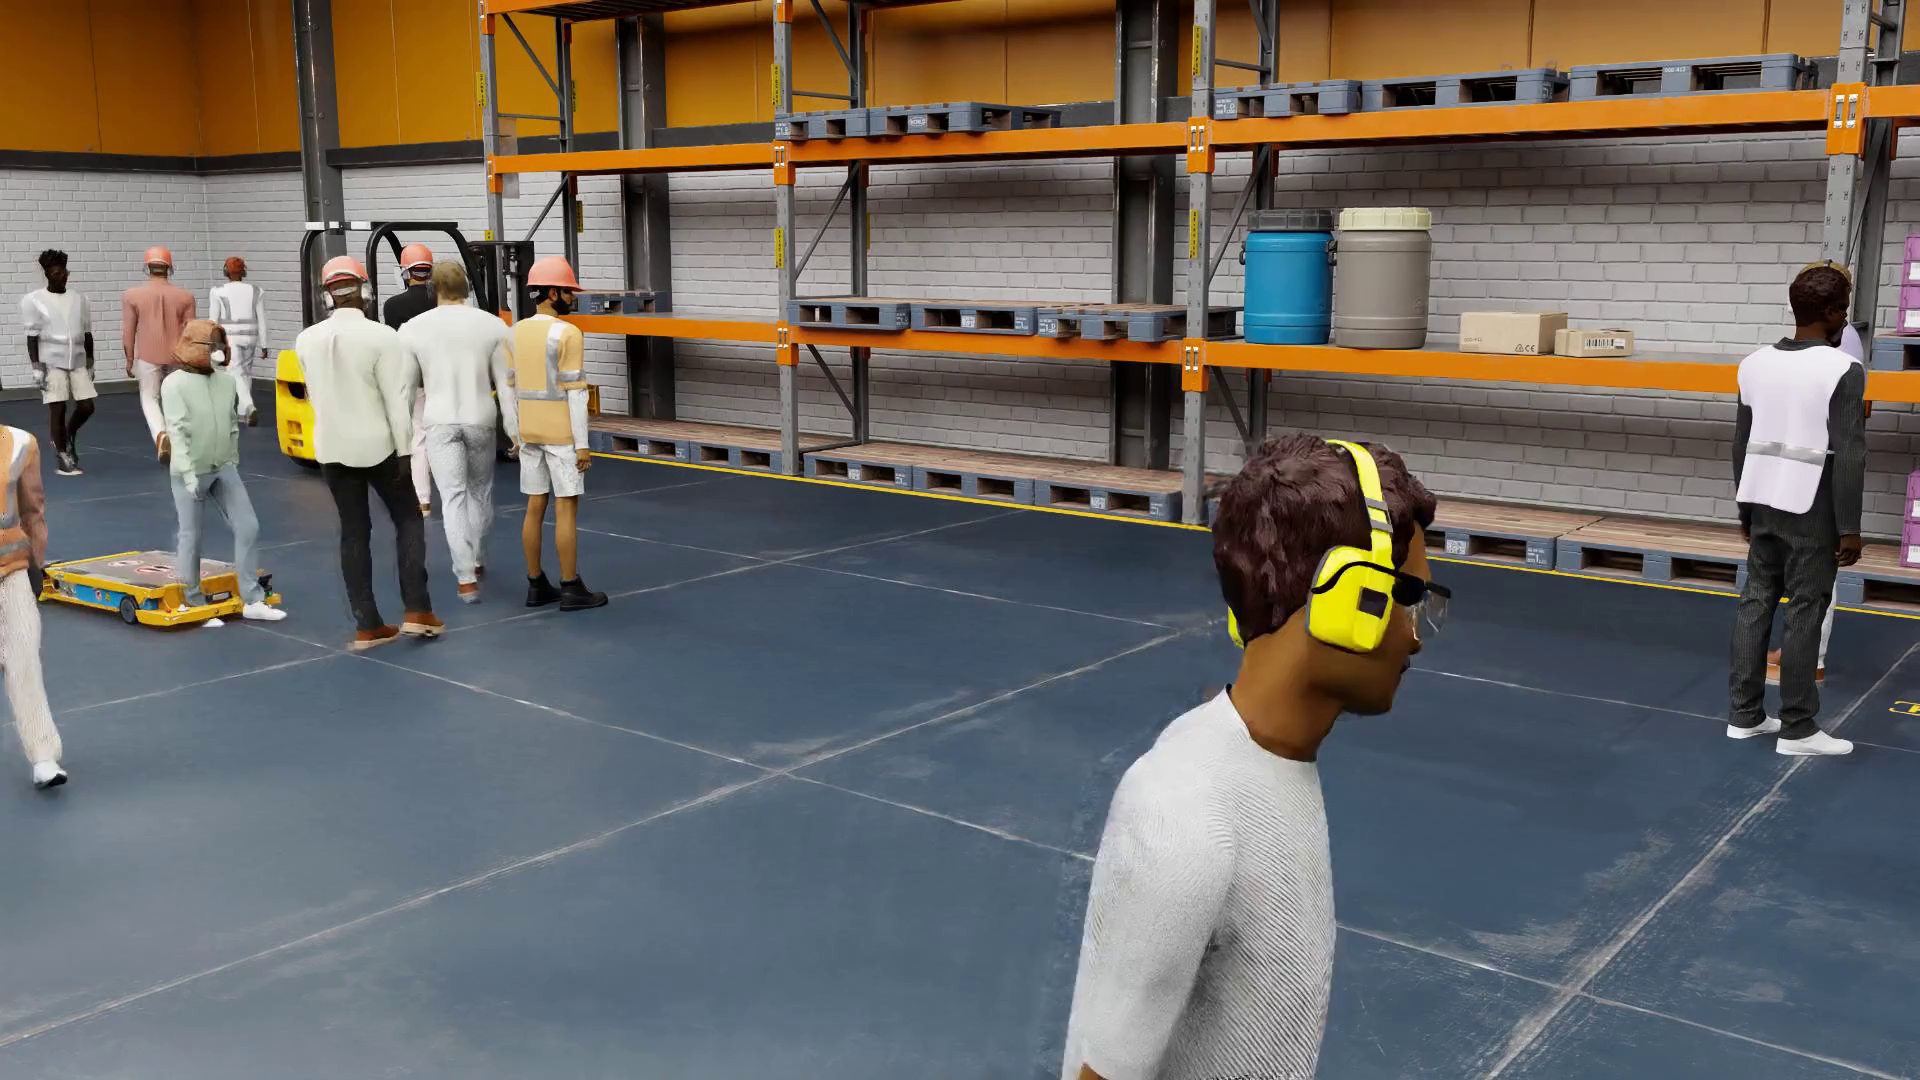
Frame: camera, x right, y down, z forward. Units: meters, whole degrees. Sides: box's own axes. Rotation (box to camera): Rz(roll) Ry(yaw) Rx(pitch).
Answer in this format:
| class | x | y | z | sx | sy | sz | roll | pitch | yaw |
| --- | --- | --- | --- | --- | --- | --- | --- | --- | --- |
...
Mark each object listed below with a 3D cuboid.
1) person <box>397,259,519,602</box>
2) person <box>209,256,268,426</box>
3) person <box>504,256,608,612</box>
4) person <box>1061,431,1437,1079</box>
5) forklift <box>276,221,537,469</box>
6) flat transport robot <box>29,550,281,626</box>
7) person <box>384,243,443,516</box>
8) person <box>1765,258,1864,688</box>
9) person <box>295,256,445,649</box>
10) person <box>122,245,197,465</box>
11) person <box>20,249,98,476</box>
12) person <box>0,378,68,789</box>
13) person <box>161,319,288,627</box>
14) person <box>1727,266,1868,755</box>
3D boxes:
| class | x | y | z | sx | sy | sz | roll | pitch | yaw |
| --- | --- | --- | --- | --- | --- | --- | --- | --- | --- |
| person | -2.892 | -0.640 | 9.549 | 0.660 | 1.901 | 0.962 | -5 | 11 | -24 |
| person | -7.873 | -2.173 | 18.203 | 0.582 | 1.853 | 0.899 | -9 | 13 | -40 |
| person | -2.226 | -0.577 | 9.123 | 0.547 | 1.934 | 0.376 | 7 | 12 | 32 |
| person | 0.230 | 0.797 | 1.790 | 0.516 | 1.831 | 0.540 | 3 | 11 | 15 |
| forklift | -4.922 | -1.741 | 14.854 | 1.214 | 2.155 | 2.313 | 8 | 13 | 38 |
| flat transport robot | -4.480 | 0.244 | 9.184 | 1.431 | 0.197 | 0.652 | 7 | 12 | 32 |
| person | -3.943 | -1.176 | 12.269 | 0.608 | 1.996 | 0.382 | -9 | 14 | -42 |
| person | 3.872 | -0.300 | 7.574 | 0.369 | 1.939 | 0.631 | 5 | 12 | 28 |
| person | -2.995 | -0.440 | 8.353 | 0.654 | 1.939 | 0.580 | 2 | 10 | 12 |
| person | -7.135 | -1.641 | 14.901 | 0.618 | 1.975 | 0.800 | -7 | 12 | -33 |
| person | -7.785 | -1.531 | 14.375 | 0.511 | 1.952 | 0.614 | 7 | 12 | 34 |
| person | -3.629 | 0.129 | 6.153 | 0.521 | 1.593 | 0.842 | -9 | 13 | -40 |
| person | -3.848 | -0.327 | 8.631 | 0.617 | 1.616 | 0.518 | 4 | 11 | 22 |
| person | 3.302 | -0.111 | 6.584 | 0.391 | 1.920 | 0.587 | -4 | 11 | -19 |
